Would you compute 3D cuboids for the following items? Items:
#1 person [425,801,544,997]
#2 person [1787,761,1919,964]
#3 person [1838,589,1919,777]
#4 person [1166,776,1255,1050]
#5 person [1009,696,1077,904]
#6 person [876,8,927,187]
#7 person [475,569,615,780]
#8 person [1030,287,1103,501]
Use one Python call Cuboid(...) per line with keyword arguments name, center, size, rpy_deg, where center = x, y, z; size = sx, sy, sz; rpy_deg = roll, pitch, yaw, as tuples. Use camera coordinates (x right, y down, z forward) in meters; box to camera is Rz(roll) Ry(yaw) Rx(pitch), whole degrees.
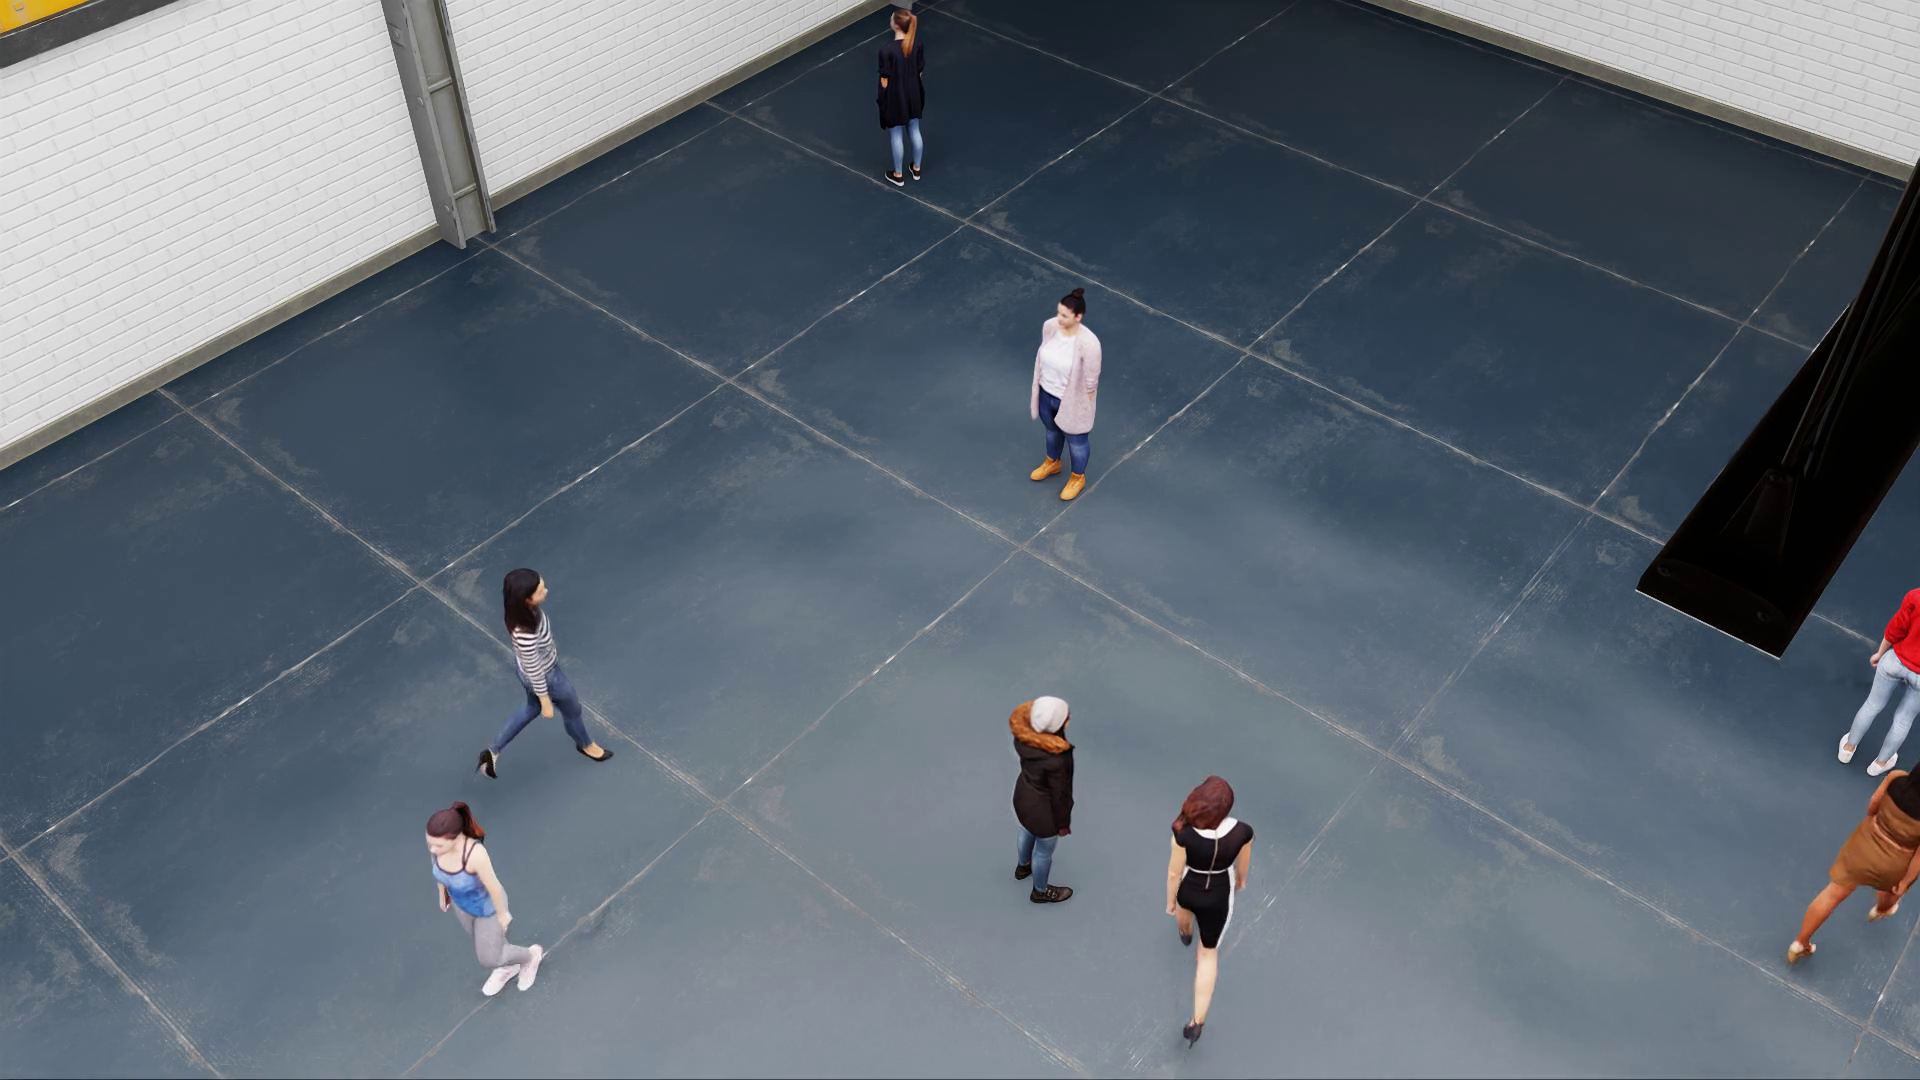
Cuboid(name="person", center=(-2.517, 1.882, 8.865), size=(0.588, 1.600, 0.624), rpy_deg=(27, 50, 25))
Cuboid(name="person", center=(4.908, 1.745, 8.980), size=(1.123, 1.638, 0.828), rpy_deg=(-21, 48, -21))
Cuboid(name="person", center=(5.709, 0.762, 9.966), size=(0.617, 1.702, 0.495), rpy_deg=(31, 51, 28))
Cuboid(name="person", center=(1.287, 1.938, 8.694), size=(1.037, 1.755, 1.198), rpy_deg=(3, 44, 3))
Cuboid(name="person", center=(0.465, 1.436, 9.309), size=(0.741, 1.634, 0.727), rpy_deg=(-17, 46, -17))
Cuboid(name="person", center=(-0.514, -3.987, 14.968), size=(0.624, 1.680, 0.764), rpy_deg=(-20, 47, -20))
Cuboid(name="person", center=(-2.555, 0.841, 9.839), size=(1.158, 1.764, 0.968), rpy_deg=(-14, 45, -14))
Cuboid(name="person", center=(0.767, -1.062, 11.852), size=(0.643, 1.743, 0.702), rpy_deg=(-34, 53, -30))
